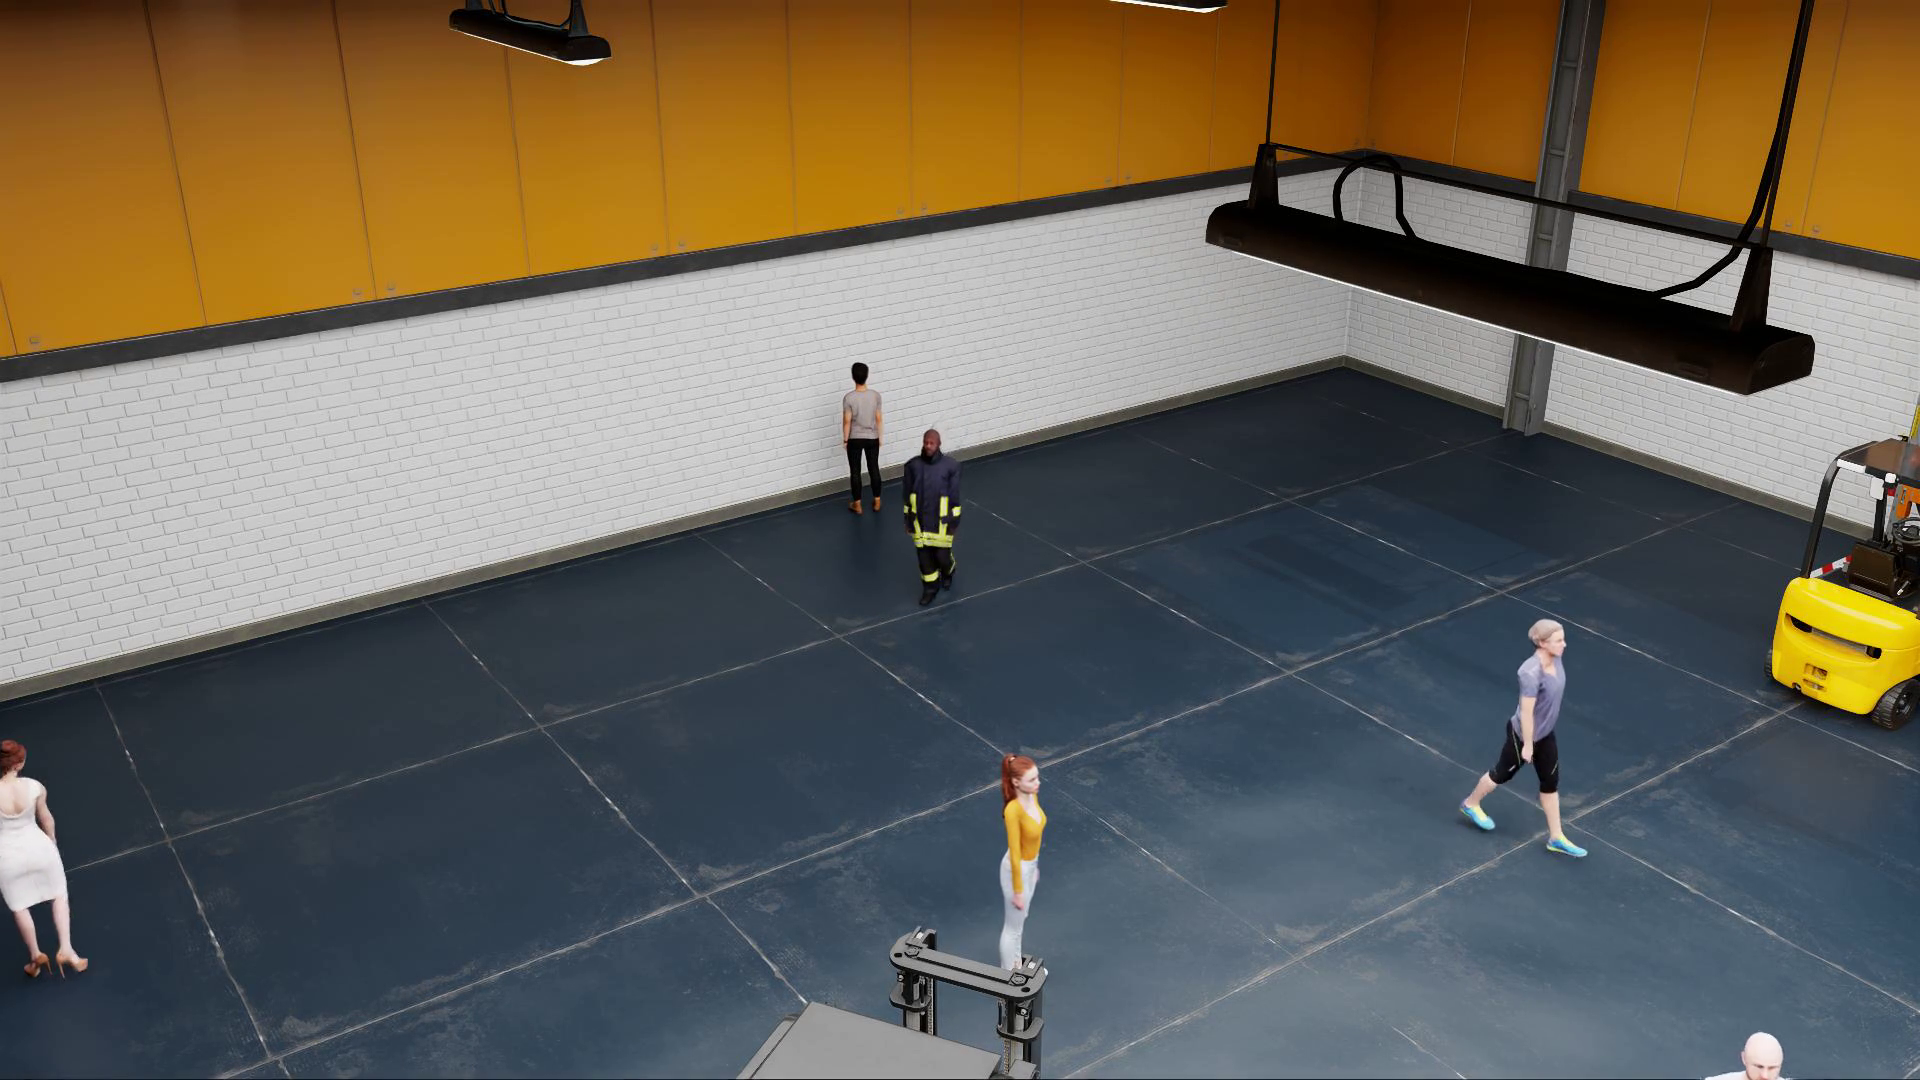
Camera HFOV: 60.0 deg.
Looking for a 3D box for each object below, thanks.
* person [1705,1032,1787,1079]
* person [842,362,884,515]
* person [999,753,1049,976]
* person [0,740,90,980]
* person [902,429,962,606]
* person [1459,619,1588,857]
[{"bbox_3d":[3.943,3.208,8.419,1.106,1.810,1.158,5,24,11],"label":"person"},{"bbox_3d":[-1.083,-1.138,18.476,0.670,1.718,0.635,-6,24,-14],"label":"person"},{"bbox_3d":[0.387,2.177,10.850,0.730,1.751,0.691,8,25,18],"label":"person"},{"bbox_3d":[-6.178,2.123,10.931,0.572,1.785,0.619,18,29,35],"label":"person"},{"bbox_3d":[-0.262,-0.268,16.371,1.008,1.808,1.057,6,24,14],"label":"person"},{"bbox_3d":[4.174,1.437,12.427,0.827,1.843,1.282,-22,32,-40],"label":"person"}]
